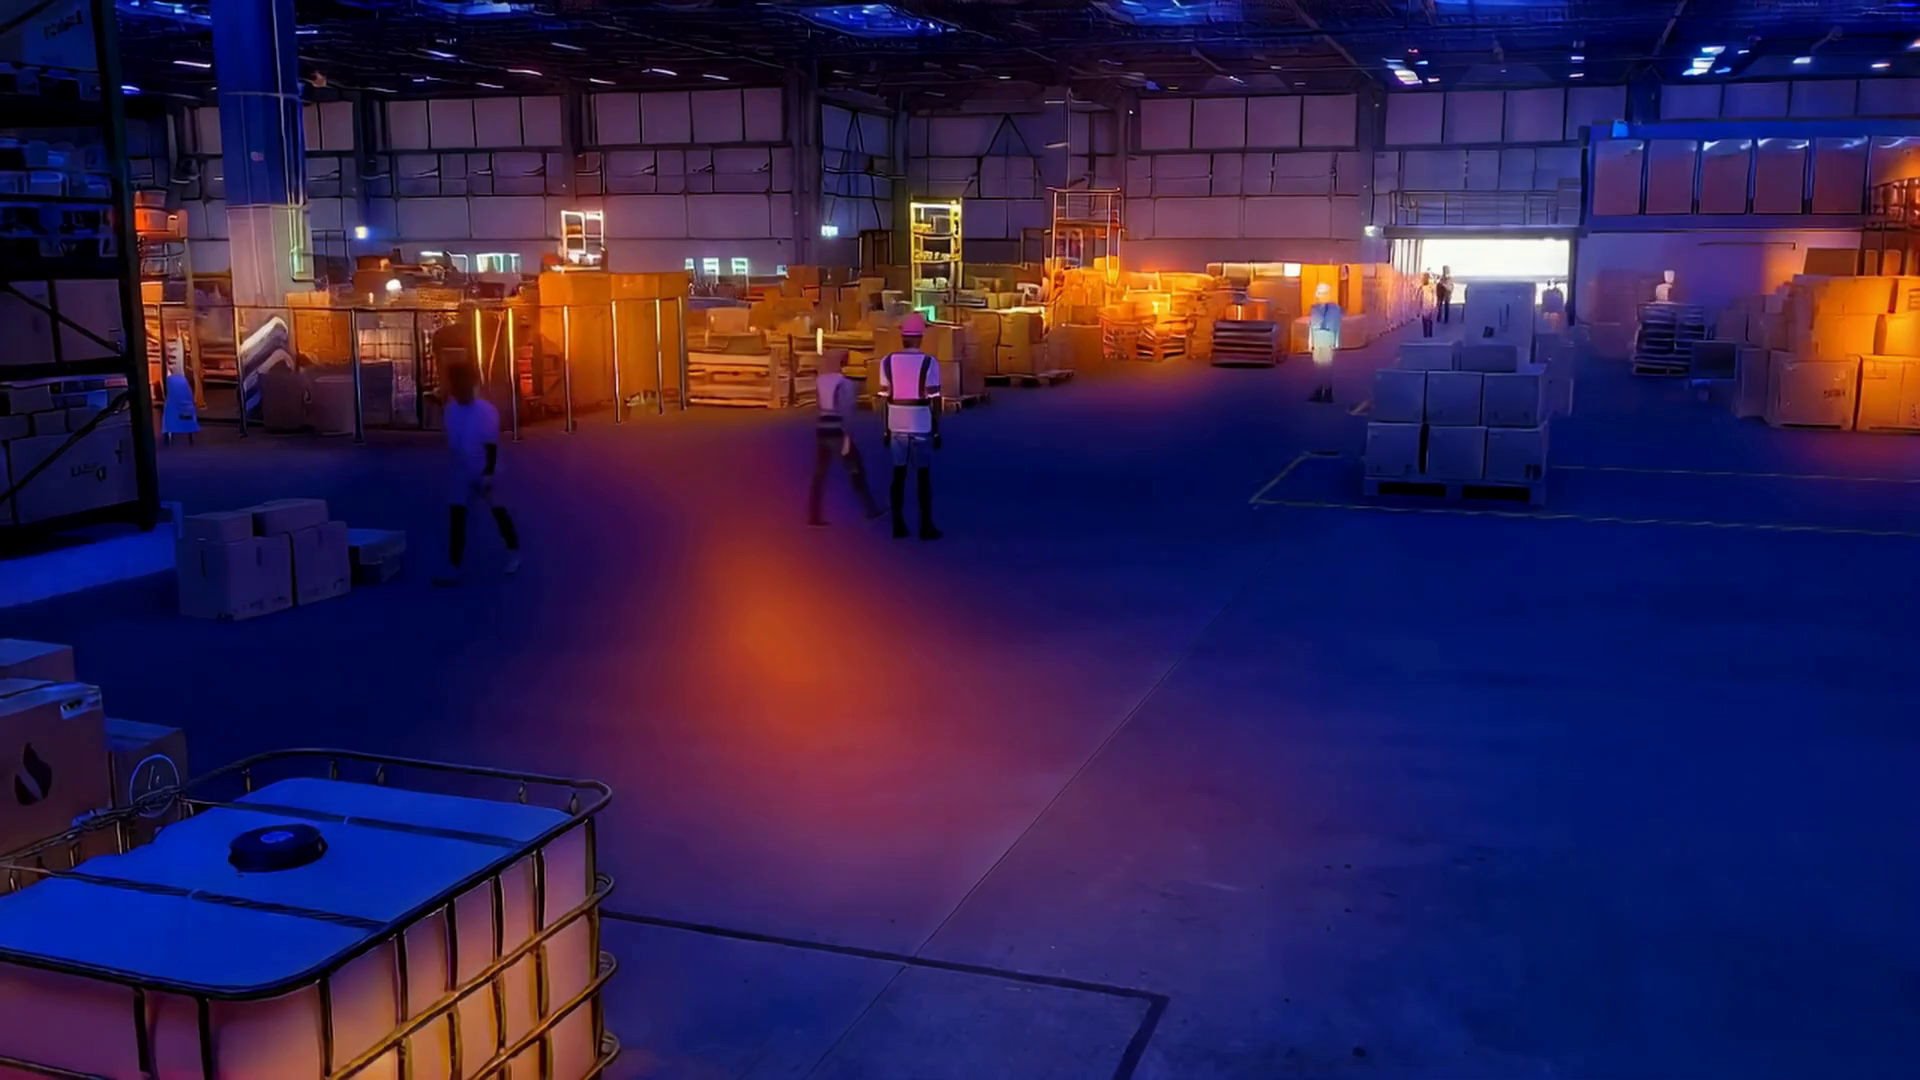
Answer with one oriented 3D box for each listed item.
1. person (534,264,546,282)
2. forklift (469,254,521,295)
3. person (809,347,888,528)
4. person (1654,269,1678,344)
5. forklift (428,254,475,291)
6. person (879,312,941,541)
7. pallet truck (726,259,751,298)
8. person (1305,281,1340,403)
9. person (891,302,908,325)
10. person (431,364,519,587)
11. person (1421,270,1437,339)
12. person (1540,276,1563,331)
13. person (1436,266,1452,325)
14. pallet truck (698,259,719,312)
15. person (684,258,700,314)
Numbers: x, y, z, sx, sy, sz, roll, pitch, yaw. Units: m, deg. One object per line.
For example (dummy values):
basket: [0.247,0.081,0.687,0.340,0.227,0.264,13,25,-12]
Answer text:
person: [-13.899,-8.312,55.758,0.959,1.863,0.668,2,10,11]
forklift: [-17.990,-10.121,64.684,1.157,1.987,2.680,3,11,17]
person: [-1.037,-0.916,14.843,0.842,1.598,0.528,-10,14,-44]
person: [16.205,-5.240,38.185,0.455,1.950,0.626,-5,11,-26]
forklift: [-20.133,-10.254,65.465,1.157,1.987,2.680,3,11,19]
person: [-0.412,-0.958,14.119,0.542,1.939,0.366,3,11,19]
pallet truck: [-7.986,-9.493,62.019,0.823,1.965,1.885,3,11,17]
person: [5.761,-3.150,26.472,0.378,1.932,0.551,-7,13,-36]
person: [-1.063,-3.119,27.301,0.878,1.590,0.508,4,11,20]
person: [-3.583,-0.492,12.322,0.543,1.646,0.896,4,11,20]
person: [10.754,-5.232,38.239,0.385,1.921,0.596,4,11,23]
person: [14.339,-5.520,40.307,0.546,1.752,0.440,7,13,36]
person: [15.221,-7.681,52.250,0.514,1.842,0.328,8,13,38]
pallet truck: [-9.165,-9.627,62.776,0.823,1.965,1.885,4,11,23]
person: [-9.295,-8.707,57.465,0.615,2.041,0.385,-8,13,-39]
